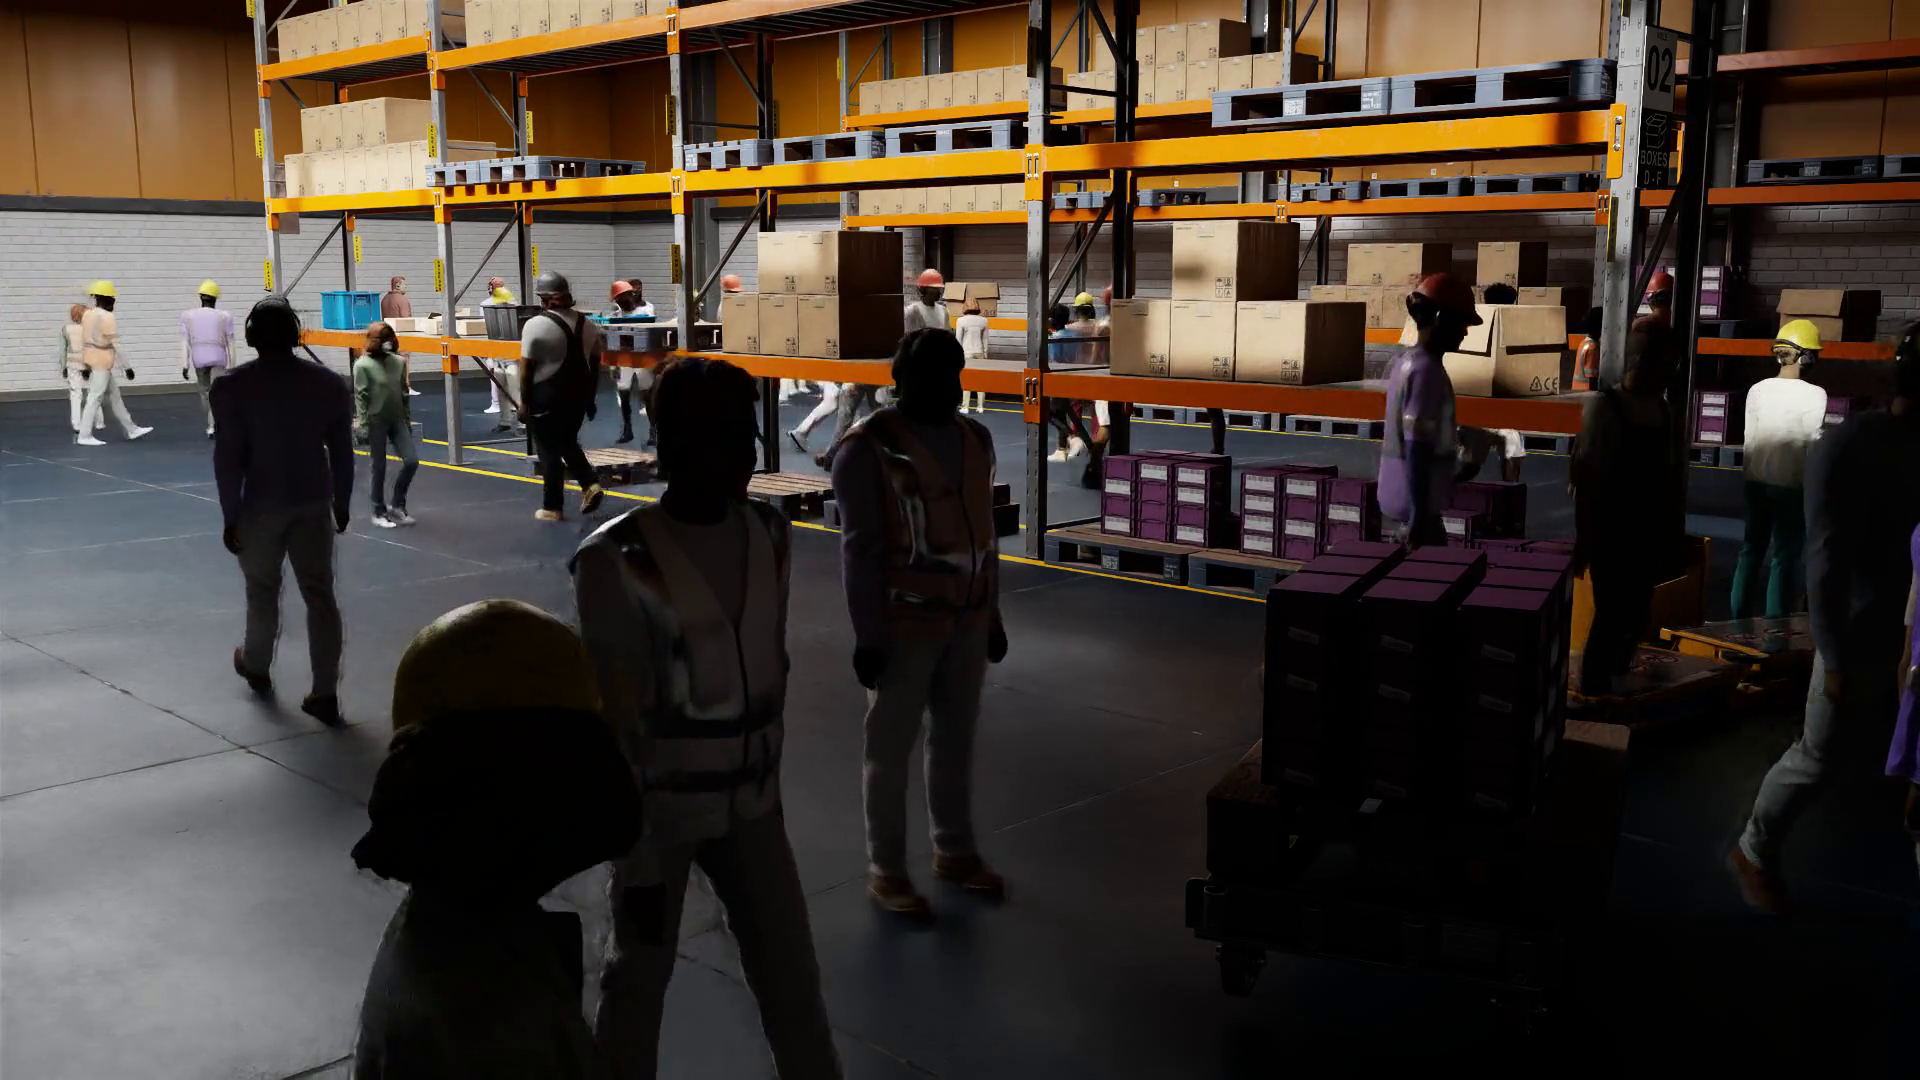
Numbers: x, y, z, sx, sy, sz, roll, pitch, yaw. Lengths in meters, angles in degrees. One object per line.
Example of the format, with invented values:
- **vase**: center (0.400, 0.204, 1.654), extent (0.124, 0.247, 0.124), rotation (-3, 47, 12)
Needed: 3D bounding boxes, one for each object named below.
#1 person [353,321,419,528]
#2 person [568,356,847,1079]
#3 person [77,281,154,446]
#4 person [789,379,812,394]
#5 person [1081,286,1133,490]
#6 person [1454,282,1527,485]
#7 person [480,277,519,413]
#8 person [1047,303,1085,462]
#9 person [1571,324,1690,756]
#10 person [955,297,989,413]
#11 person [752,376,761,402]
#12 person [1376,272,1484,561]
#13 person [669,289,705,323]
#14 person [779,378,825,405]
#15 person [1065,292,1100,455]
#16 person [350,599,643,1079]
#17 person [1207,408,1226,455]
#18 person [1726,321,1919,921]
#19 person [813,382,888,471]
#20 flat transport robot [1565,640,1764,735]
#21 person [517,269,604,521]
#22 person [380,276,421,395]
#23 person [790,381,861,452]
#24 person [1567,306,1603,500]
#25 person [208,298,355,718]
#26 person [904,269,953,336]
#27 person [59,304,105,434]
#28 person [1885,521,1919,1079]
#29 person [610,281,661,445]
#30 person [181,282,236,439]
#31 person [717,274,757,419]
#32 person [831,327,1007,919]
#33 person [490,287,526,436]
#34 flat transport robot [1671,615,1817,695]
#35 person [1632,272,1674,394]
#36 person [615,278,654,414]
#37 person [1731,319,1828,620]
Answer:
- **person**: center (-4.452, -0.889, 12.944), extent (0.422, 1.617, 0.533), rotation (6, 11, 33)
- **person**: center (-0.445, 0.570, 3.319), extent (0.942, 1.839, 0.609), rotation (7, 12, 39)
- **person**: center (-9.795, -2.035, 19.185), extent (0.598, 1.875, 0.969), rotation (9, 13, 43)
- **person**: center (-2.606, -3.165, 26.858), extent (0.533, 1.618, 0.460), rotation (8, 12, 40)
- **person**: center (1.361, -1.386, 15.164), extent (0.500, 1.890, 0.601), rotation (1, 9, 9)
- **person**: center (3.852, -0.927, 12.249), extent (0.614, 1.939, 0.888), rotation (-4, 10, -22)
- **person**: center (-6.491, -2.734, 23.382), extent (0.407, 1.910, 0.639), rotation (7, 12, 37)
- **person**: center (1.086, -1.621, 17.282), extent (0.430, 1.676, 0.535), rotation (5, 10, 27)
- **person**: center (2.803, -0.019, 7.091), extent (0.566, 1.793, 0.584), rotation (-4, 10, -25)
- **person**: center (0.171, -2.585, 23.330), extent (0.496, 1.627, 0.272), rotation (-4, 10, -25)
- **person**: center (-2.176, -1.473, 16.488), extent (0.560, 1.619, 0.540), rotation (8, 12, 41)
- **person**: center (1.990, -0.154, 7.277), extent (0.530, 2.009, 0.663), rotation (2, 9, 10)
- **person**: center (-2.749, -1.700, 17.337), extent (0.602, 1.817, 0.608), rotation (9, 13, 43)
- **person**: center (-2.363, -2.901, 24.628), extent (0.894, 1.846, 0.586), rotation (-4, 10, -21)
- **person**: center (1.342, -1.798, 18.079), extent (0.522, 1.768, 0.312), rotation (-3, 10, -17)
- **person**: center (-0.439, 0.926, 1.603), extent (0.330, 1.700, 0.627), rotation (-3, 10, -16)
- **person**: center (2.555, -1.701, 16.957), extent (0.379, 1.937, 0.547), rotation (3, 10, 17)
- **person**: center (2.681, 0.299, 4.837), extent (0.632, 1.904, 1.000), rotation (-1, 9, -7)
- **person**: center (-0.978, -1.585, 16.454), extent (1.021, 1.870, 0.629), rotation (8, 12, 40)
- **flat transport robot**: center (2.934, 0.677, 7.475), extent (1.431, 0.197, 0.652), rotation (-7, 11, -36)
- **person**: center (-3.246, -1.160, 13.322), extent (0.539, 2.000, 0.690), rotation (7, 11, 36)
- **person**: center (-8.964, -3.261, 26.634), extent (0.642, 1.905, 0.401), rotation (7, 12, 38)
- **person**: center (-1.397, -1.883, 18.340), extent (0.905, 1.869, 0.672), rotation (0, 9, 1)
- **person**: center (5.521, -1.193, 14.577), extent (0.316, 1.695, 0.541), rotation (2, 9, 12)
- **person**: center (-3.120, -0.163, 7.683), extent (0.657, 1.880, 1.031), rotation (-7, 12, -39)
- **person**: center (-0.220, -1.777, 17.187), extent (0.924, 2.009, 0.636), rotation (8, 13, 42)
- **person**: center (-10.867, -2.124, 20.599), extent (0.529, 1.595, 0.847), rotation (-2, 10, -14)
- **person**: center (2.154, 0.550, 3.440), extent (0.395, 1.844, 0.564), rotation (-1, 9, -7)
- **person**: center (-3.725, -2.041, 19.205), extent (0.617, 1.888, 0.476), rotation (2, 9, 10)
- **person**: center (-8.985, -2.146, 19.919), extent (0.594, 1.875, 0.991), rotation (-3, 10, -16)
- **person**: center (-2.963, -2.469, 21.612), extent (0.557, 1.954, 0.665), rotation (2, 10, 14)
- **person**: center (-0.101, 0.252, 5.275), extent (0.633, 1.842, 0.429), rotation (-9, 13, -42)
- **person**: center (-5.523, -2.179, 20.300), extent (0.612, 1.825, 0.410), rotation (6, 11, 33)
- **flat transport robot**: center (4.163, 0.546, 8.278), extent (1.431, 0.197, 0.652), rotation (-4, 10, -23)
- **person**: center (5.754, -1.207, 13.751), extent (0.622, 1.992, 0.396), rotation (-2, 10, -14)
- **person**: center (-4.573, -2.717, 23.324), extent (0.597, 1.898, 0.743), rotation (-7, 11, -36)
- **person**: center (4.361, -0.279, 8.805), extent (0.348, 1.761, 0.531), rotation (-3, 10, -16)
